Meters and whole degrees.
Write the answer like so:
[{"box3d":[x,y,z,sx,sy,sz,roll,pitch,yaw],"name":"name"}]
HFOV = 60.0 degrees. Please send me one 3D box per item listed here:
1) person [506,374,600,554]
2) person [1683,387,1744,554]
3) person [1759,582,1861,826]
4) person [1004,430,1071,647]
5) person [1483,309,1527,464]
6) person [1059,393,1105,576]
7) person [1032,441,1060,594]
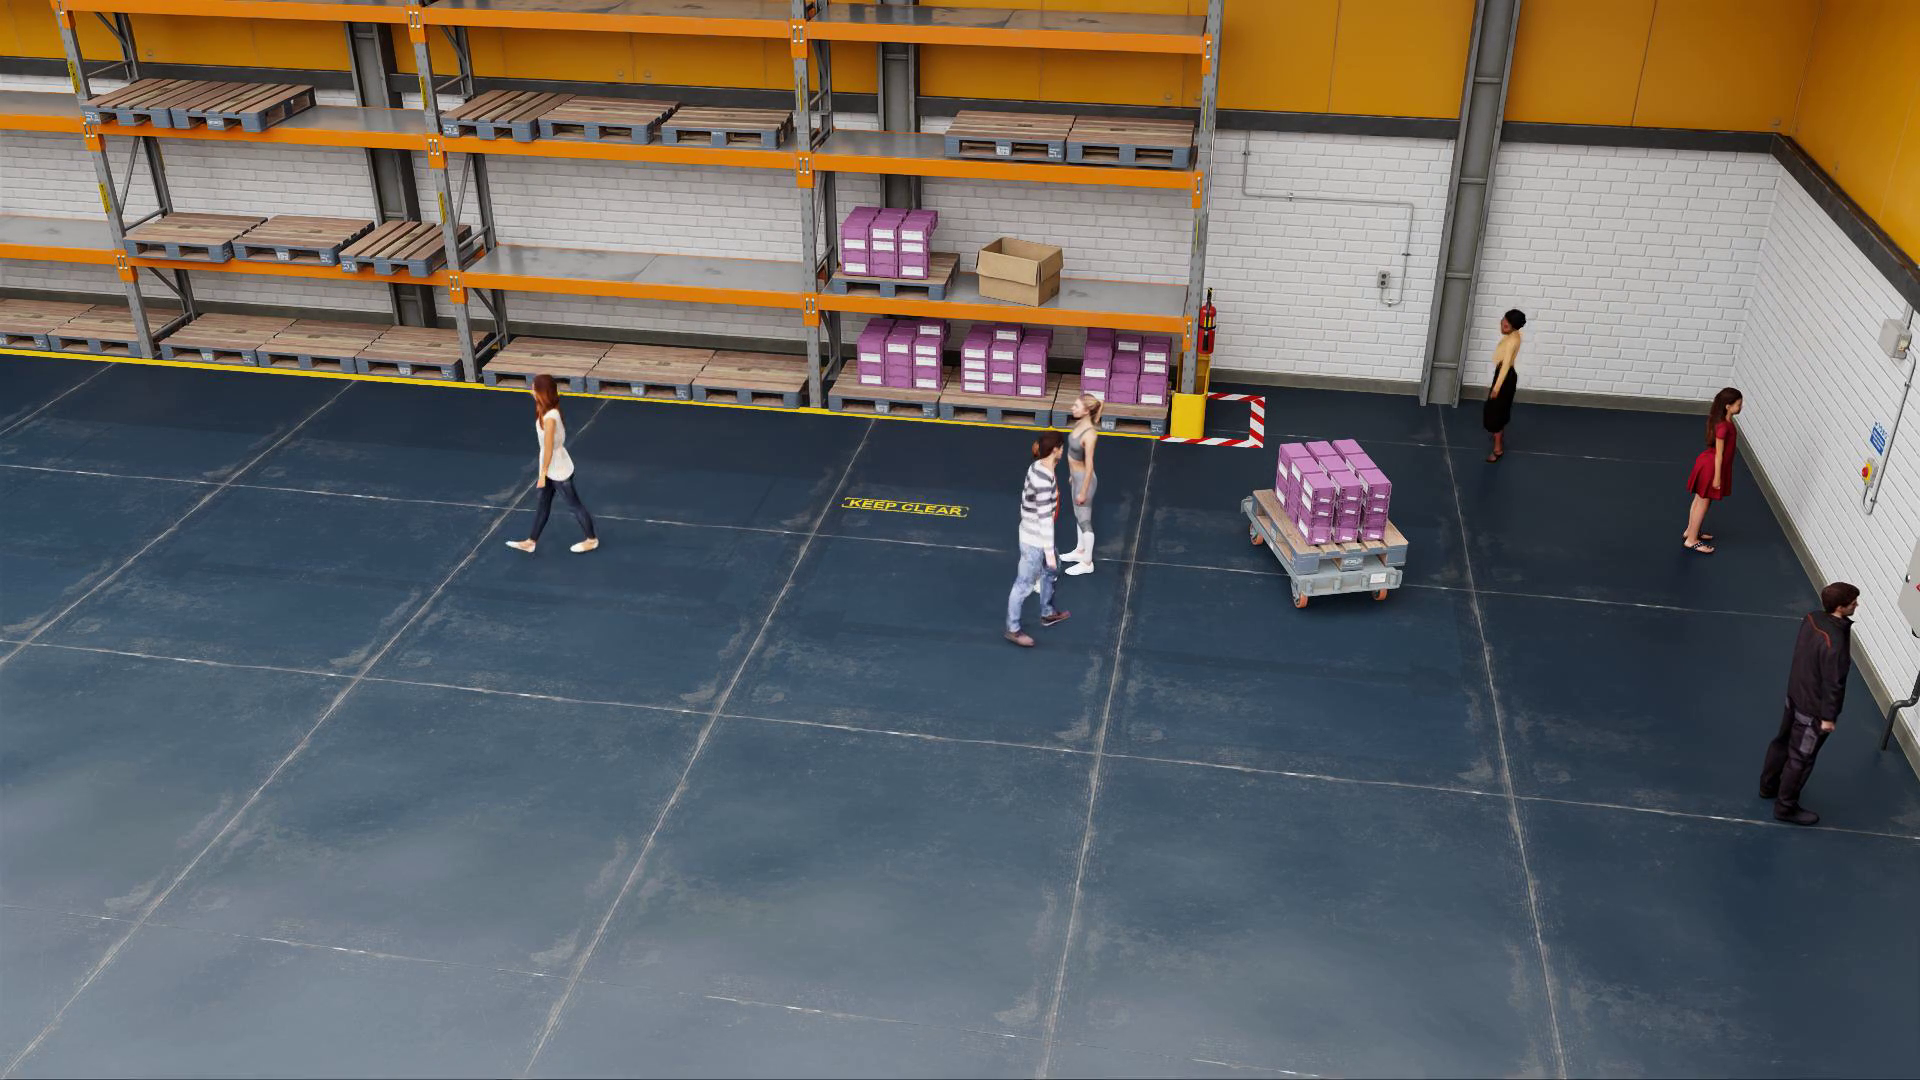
[{"box3d":[-3.490,-0.643,14.823,1.140,1.752,0.954,-10,30,-17],"name":"person"},{"box3d":[6.816,-0.660,15.062,0.638,1.554,0.575,9,30,17],"name":"person"},{"box3d":[5.899,1.104,11.531,0.595,1.838,0.736,2,29,3],"name":"person"},{"box3d":[0.559,-0.024,13.626,0.828,1.812,0.899,5,29,10],"name":"person"},{"box3d":[5.450,-1.549,16.611,0.626,1.632,0.817,18,33,29],"name":"person"},{"box3d":[1.085,-0.503,14.620,0.642,1.702,0.636,-4,29,-8],"name":"person"},{"box3d":[0.715,-0.224,14.407,0.466,1.416,0.520,5,29,10],"name":"person"}]
